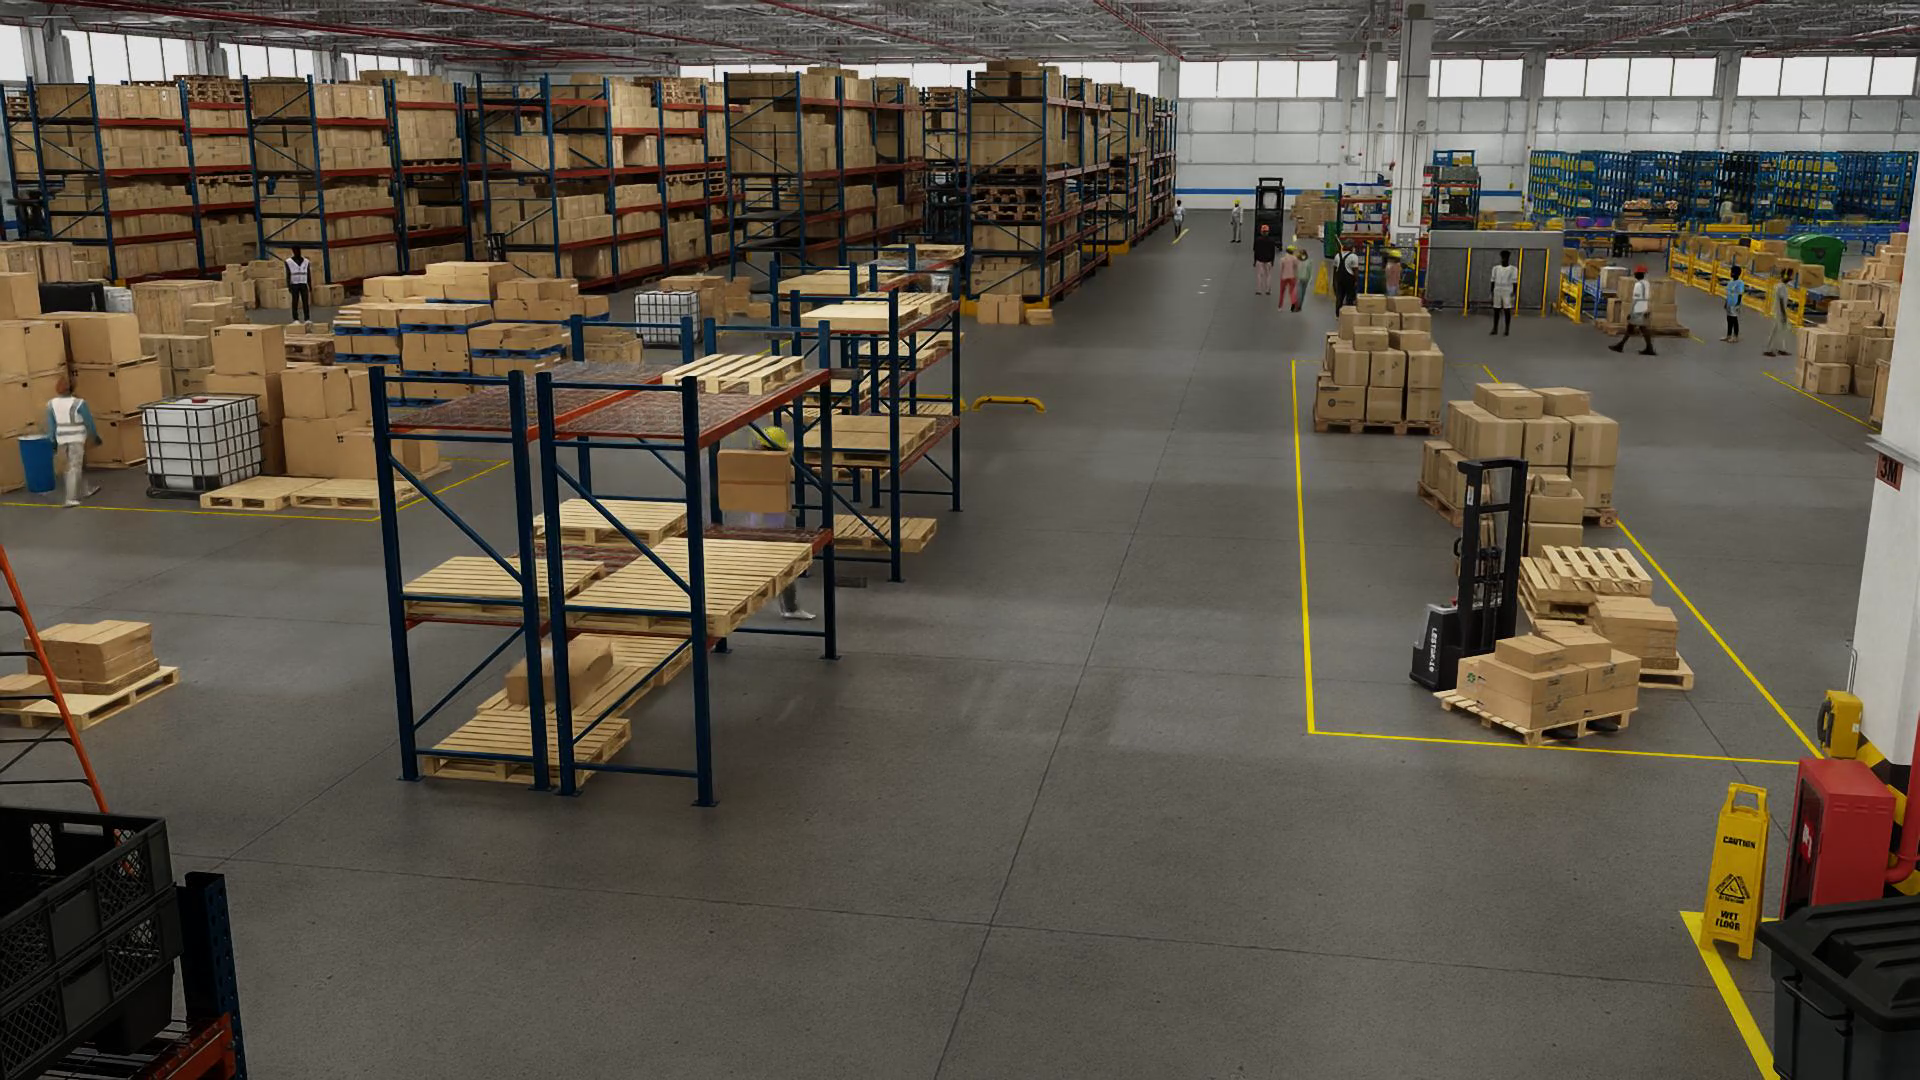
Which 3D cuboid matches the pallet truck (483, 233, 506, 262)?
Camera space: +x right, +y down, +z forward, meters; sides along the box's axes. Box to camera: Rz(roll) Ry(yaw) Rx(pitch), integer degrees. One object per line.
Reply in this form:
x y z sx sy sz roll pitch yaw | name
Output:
-11.832 -7.026 43.548 1.885 1.965 0.823 8 16 28 | pallet truck

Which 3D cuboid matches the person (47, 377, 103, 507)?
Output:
-11.094 -1.251 20.913 0.515 1.601 0.829 3 14 11 | person

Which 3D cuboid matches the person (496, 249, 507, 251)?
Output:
-13.996 -8.849 51.290 0.640 1.830 0.579 2 14 10 | person

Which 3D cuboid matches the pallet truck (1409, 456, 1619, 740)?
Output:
4.504 0.400 13.395 0.823 1.965 1.885 -6 15 -23 | pallet truck

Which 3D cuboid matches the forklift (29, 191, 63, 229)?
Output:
-27.313 -9.071 50.030 1.129 2.768 1.873 3 14 10 | forklift

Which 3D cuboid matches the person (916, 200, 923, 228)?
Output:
-1.959 -16.159 80.638 0.382 1.993 0.609 10 17 36 | person

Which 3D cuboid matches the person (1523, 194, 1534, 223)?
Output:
24.509 -13.937 71.713 0.607 1.943 0.403 -9 16 -31 | person

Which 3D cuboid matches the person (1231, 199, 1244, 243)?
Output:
11.594 -13.371 69.679 0.404 1.826 0.592 -10 17 -36 | person

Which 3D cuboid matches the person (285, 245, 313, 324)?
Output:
-16.029 -6.189 40.336 0.592 1.911 0.385 -12 18 -40 | person

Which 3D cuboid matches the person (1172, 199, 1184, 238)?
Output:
9.500 -13.968 72.359 0.548 1.683 0.523 -1 14 -3 | person

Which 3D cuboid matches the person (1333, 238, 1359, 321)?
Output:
9.548 -6.400 40.915 0.536 2.000 0.688 -11 18 -38 | person

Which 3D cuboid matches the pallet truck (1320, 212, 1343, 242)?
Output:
15.874 -13.227 70.310 0.680 1.201 1.601 10 17 35 | pallet truck

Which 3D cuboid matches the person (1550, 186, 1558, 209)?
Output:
31.453 -17.923 88.098 0.390 1.848 0.564 -2 14 -9 | person

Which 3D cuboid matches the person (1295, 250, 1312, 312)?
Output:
8.908 -6.778 43.374 0.497 1.594 0.835 0 14 -1 | person

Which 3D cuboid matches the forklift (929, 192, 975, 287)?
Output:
-0.207 -9.049 49.942 1.129 2.768 1.873 3 14 10 | forklift

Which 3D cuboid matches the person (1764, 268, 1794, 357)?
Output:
17.044 -4.685 34.350 0.706 1.841 0.535 8 16 31 | person

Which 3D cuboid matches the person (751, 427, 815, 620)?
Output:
-1.876 -0.154 15.861 0.874 1.901 0.593 4 15 18 | person

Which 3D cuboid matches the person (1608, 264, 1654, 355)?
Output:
14.202 -4.839 34.906 0.980 1.884 0.561 11 17 37 | person

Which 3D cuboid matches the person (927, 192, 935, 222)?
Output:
-1.533 -17.214 85.483 0.334 1.720 0.686 12 18 40 | person

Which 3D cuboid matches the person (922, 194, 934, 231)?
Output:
-1.435 -14.815 75.507 0.597 1.831 0.403 -3 14 -13 | person

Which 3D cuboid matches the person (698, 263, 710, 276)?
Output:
-5.893 -5.613 38.628 0.838 1.596 0.525 9 16 32 | person

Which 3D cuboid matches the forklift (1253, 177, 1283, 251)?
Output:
12.083 -12.747 64.956 1.129 2.768 1.873 3 14 10 | forklift

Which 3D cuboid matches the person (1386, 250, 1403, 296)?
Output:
10.697 -6.267 40.948 0.553 1.750 0.362 -13 19 -43 | person

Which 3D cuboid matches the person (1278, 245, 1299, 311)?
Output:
8.522 -6.773 43.063 0.539 1.728 0.691 0 14 -1 | person

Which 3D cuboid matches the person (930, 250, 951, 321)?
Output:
-0.508 -6.386 41.288 0.567 1.847 0.994 -5 15 -19 | person

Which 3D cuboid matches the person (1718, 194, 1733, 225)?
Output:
34.245 -14.538 74.432 0.600 1.815 0.417 -2 14 -7 | person

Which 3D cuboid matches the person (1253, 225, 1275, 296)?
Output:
8.649 -7.955 47.329 0.622 1.990 0.388 -3 14 -11 | person

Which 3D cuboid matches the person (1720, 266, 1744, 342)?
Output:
17.167 -5.236 36.917 0.320 1.690 0.535 -1 14 -3 | person

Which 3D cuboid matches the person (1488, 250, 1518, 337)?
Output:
12.383 -5.627 37.932 0.613 1.963 0.362 10 17 36 | person
